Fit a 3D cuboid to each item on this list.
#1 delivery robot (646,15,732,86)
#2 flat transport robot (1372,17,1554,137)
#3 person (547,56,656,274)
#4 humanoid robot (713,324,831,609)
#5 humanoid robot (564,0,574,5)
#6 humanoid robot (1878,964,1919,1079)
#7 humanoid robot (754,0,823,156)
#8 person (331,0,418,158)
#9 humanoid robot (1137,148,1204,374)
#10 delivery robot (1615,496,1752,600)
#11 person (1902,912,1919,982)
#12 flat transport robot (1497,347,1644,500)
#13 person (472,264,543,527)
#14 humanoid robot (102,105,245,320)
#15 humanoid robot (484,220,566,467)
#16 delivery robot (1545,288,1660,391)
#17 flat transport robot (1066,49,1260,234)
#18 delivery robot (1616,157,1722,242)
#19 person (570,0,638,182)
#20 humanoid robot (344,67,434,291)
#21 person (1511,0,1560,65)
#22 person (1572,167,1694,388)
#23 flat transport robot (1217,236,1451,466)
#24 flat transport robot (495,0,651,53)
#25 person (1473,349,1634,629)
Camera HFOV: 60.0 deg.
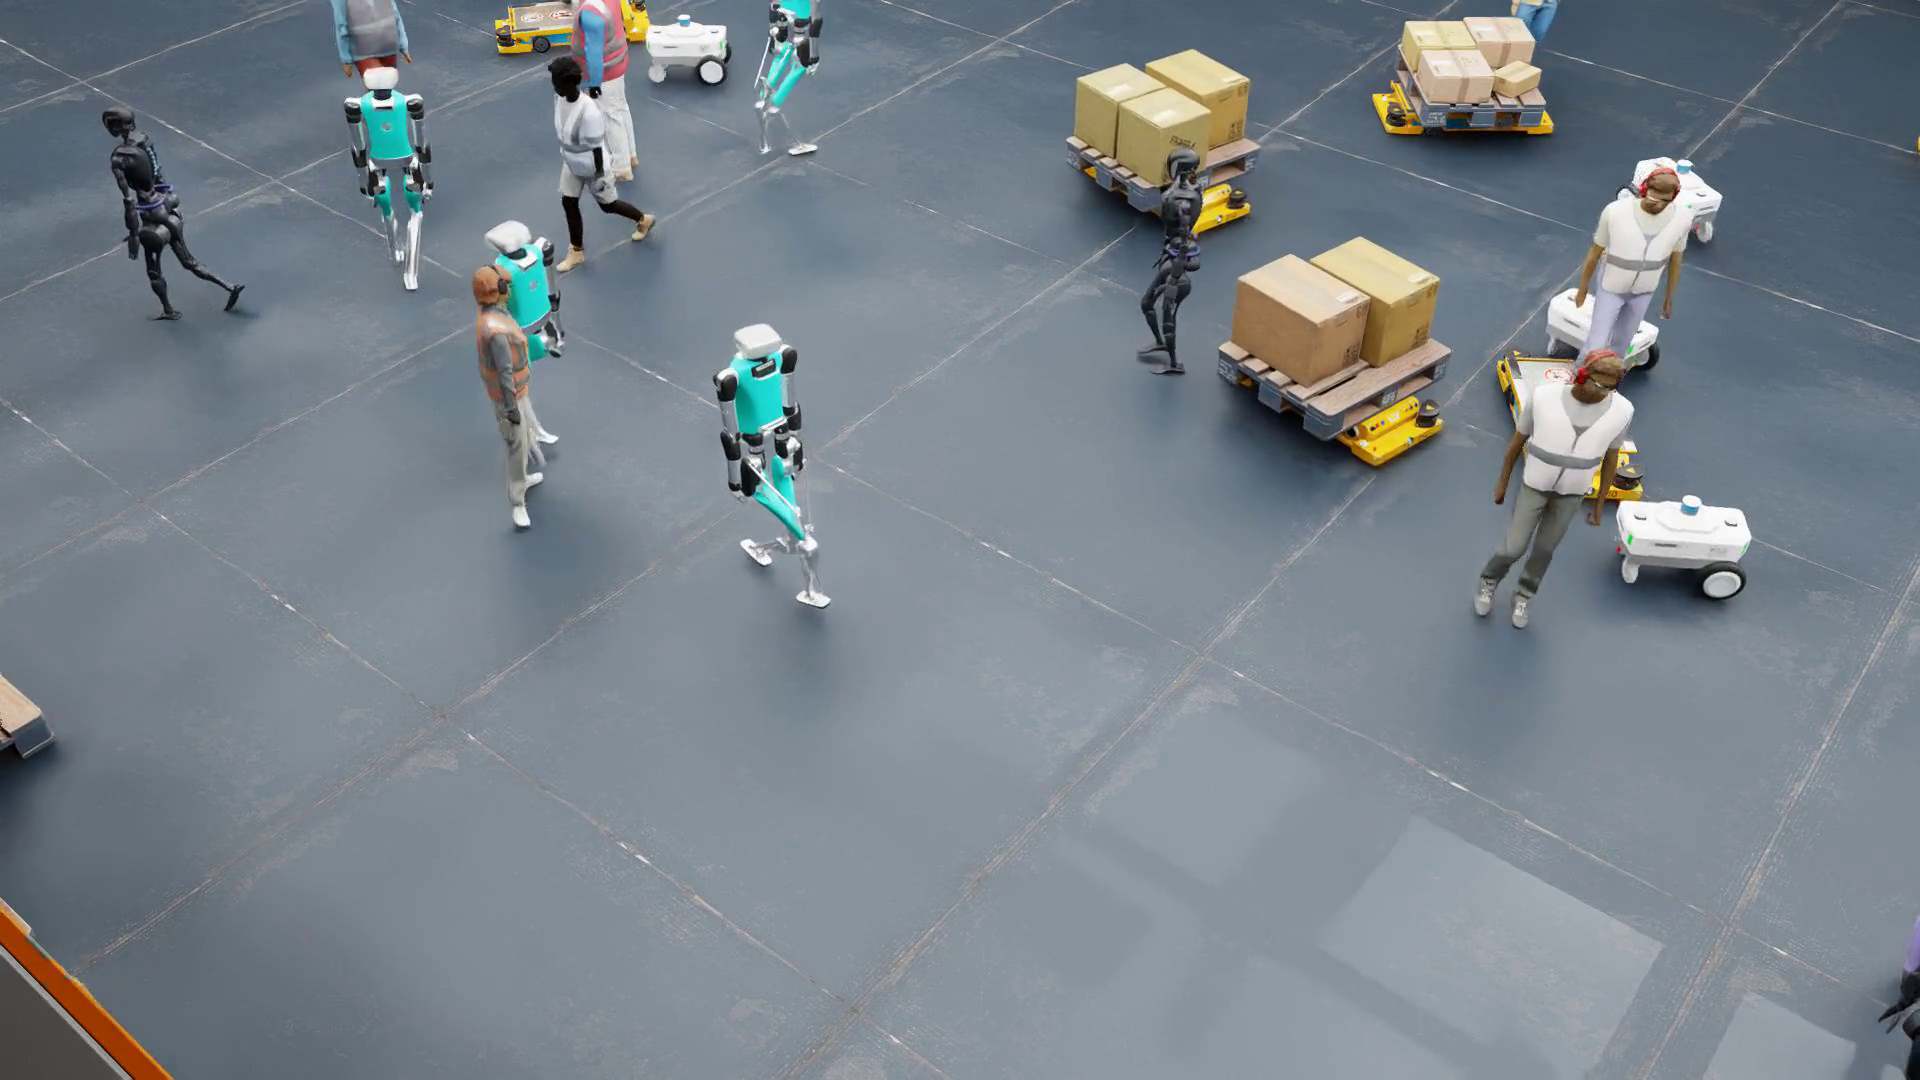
[{"bbox_3d":[-2.449,-4.461,15.116,0.797,0.608,0.499,0,40,0],"label":"delivery robot"},{"bbox_3d":[4.384,-3.770,14.513,1.431,0.231,0.659,0,40,0],"label":"flat transport robot"},{"bbox_3d":[-2.709,-2.821,12.327,0.806,1.662,0.531,-33,50,-33],"label":"person"},{"bbox_3d":[-0.956,-0.333,9.374,0.554,1.762,1.039,-33,50,-33],"label":"humanoid robot"},{"bbox_3d":[-3.618,-5.626,15.623,0.603,1.638,0.590,17,43,19],"label":"humanoid robot"},{"bbox_3d":[4.053,2.010,6.661,0.748,1.638,0.610,-13,42,-15],"label":"humanoid robot"},{"bbox_3d":[-1.482,-3.933,13.576,0.544,1.781,0.794,26,47,28],"label":"humanoid robot"},{"bbox_3d":[-4.799,-4.024,13.608,0.956,1.830,0.549,29,48,30],"label":"person"},{"bbox_3d":[1.427,-1.836,11.155,0.343,1.649,0.610,-1,40,-1],"label":"humanoid robot"},{"bbox_3d":[4.279,-0.010,9.862,0.757,0.585,0.521,4,41,5],"label":"delivery robot"},{"bbox_3d":[4.512,1.410,7.236,0.575,1.806,0.468,20,44,22],"label":"person"},{"bbox_3d":[4.017,-0.785,11.001,0.659,0.231,1.431,3,40,3],"label":"flat transport robot"},{"bbox_3d":[-2.727,-0.872,10.073,0.321,1.602,0.720,-9,41,-10],"label":"person"},{"bbox_3d":[-5.599,-2.274,11.689,0.710,1.633,0.594,1,40,1],"label":"humanoid robot"},{"bbox_3d":[-2.824,-1.228,10.415,0.771,1.812,0.559,23,45,25],"label":"humanoid robot"},{"bbox_3d":[4.456,-1.423,11.533,0.510,0.597,0.769,-27,47,-28],"label":"delivery robot"},{"bbox_3d":[1.637,-2.922,13.516,0.659,0.231,1.431,-24,46,-26],"label":"flat transport robot"},{"bbox_3d":[5.578,-2.695,13.043,0.499,0.614,0.790,-12,42,-14],"label":"delivery robot"},{"bbox_3d":[-2.864,-3.767,13.307,0.431,1.836,0.630,1,40,1],"label":"person"},{"bbox_3d":[-4.090,-2.660,12.142,0.574,1.861,0.835,-11,42,-13],"label":"humanoid robot"},{"bbox_3d":[5.065,-4.739,14.547,0.514,1.707,0.405,-14,42,-16],"label":"person"},{"bbox_3d":[4.311,-1.612,10.772,0.580,1.822,0.453,1,40,1],"label":"person"},{"bbox_3d":[2.504,-1.023,11.281,0.659,0.231,1.431,-27,47,-28],"label":"flat transport robot"},{"bbox_3d":[-3.694,-4.917,15.862,1.431,0.231,0.659,-9,41,-11],"label":"flat transport robot"},{"bbox_3d":[3.285,-0.278,9.212,0.618,1.816,0.475,5,41,6],"label":"person"}]
